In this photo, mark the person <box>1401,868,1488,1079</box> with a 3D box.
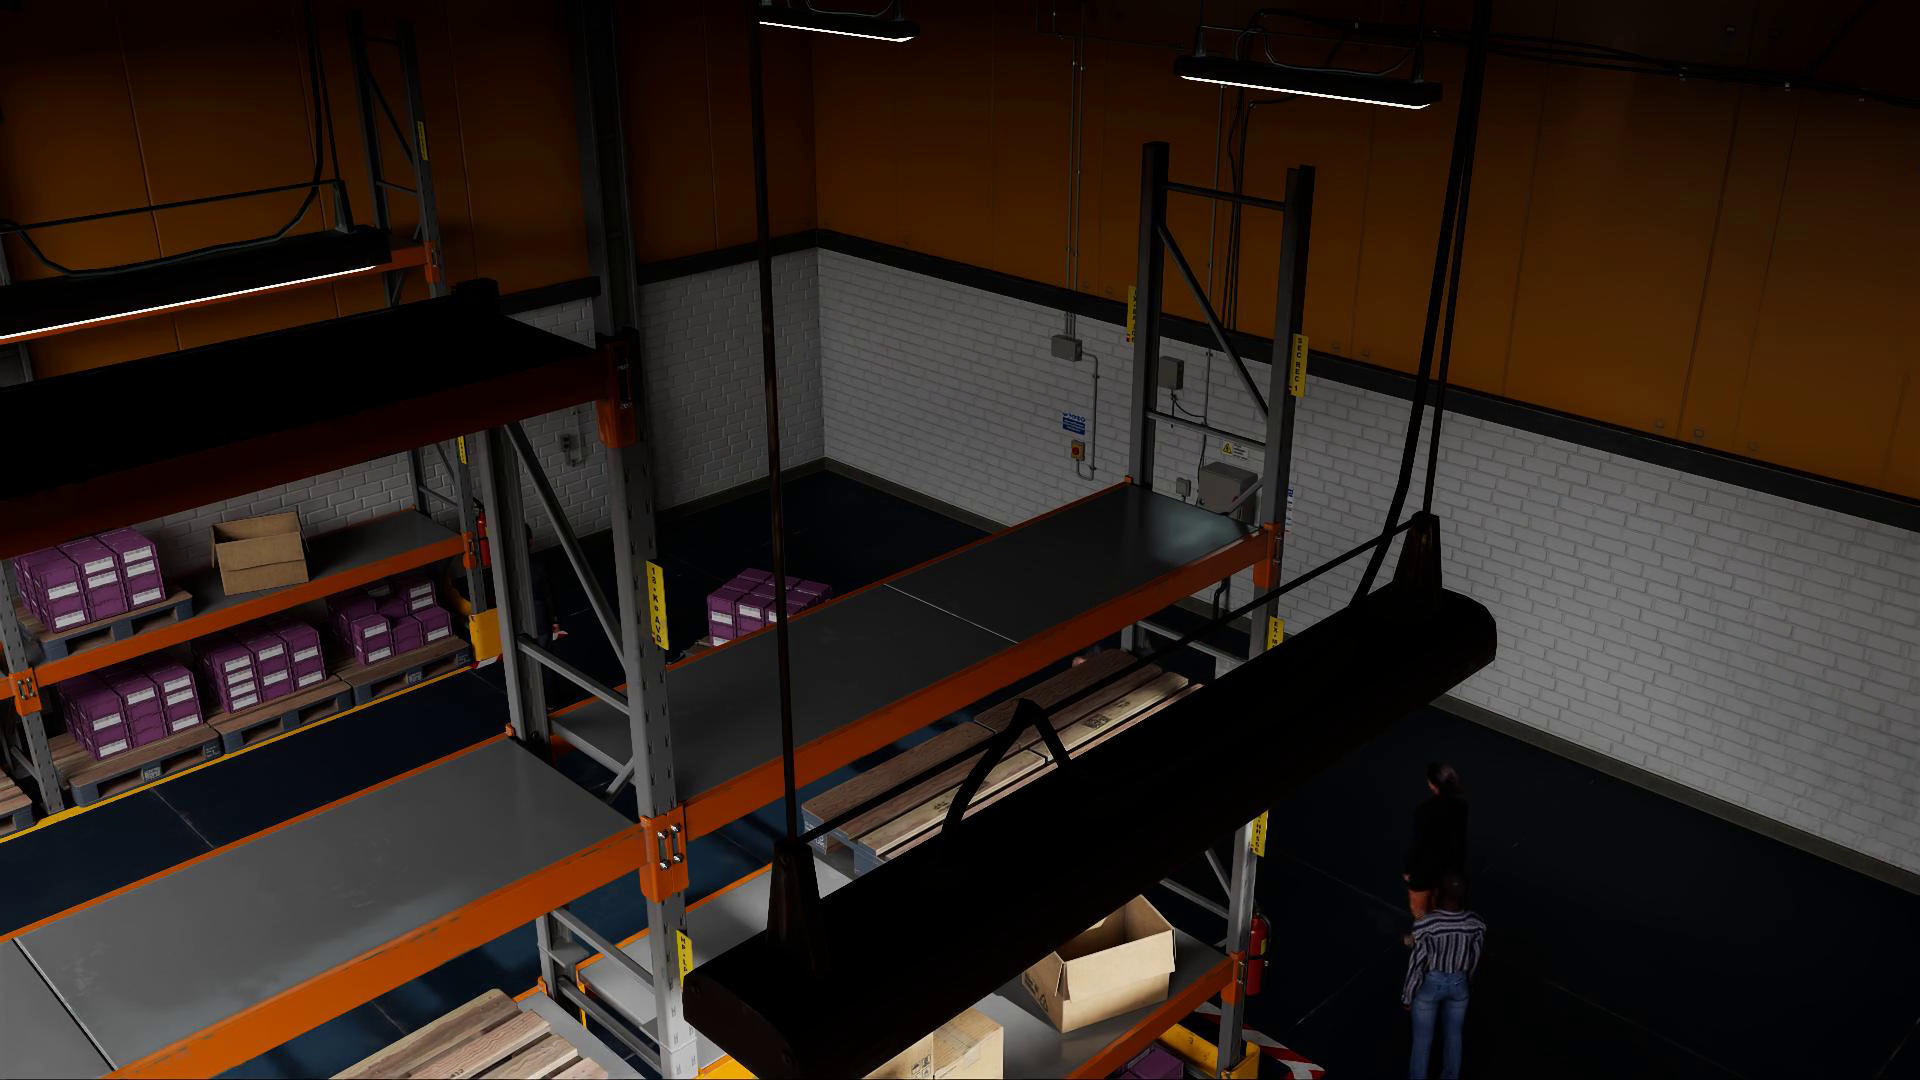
[{"bbox_3d":[2.979,2.801,10.296,0.659,1.796,0.758,-4,24,-9],"label":"person"}]

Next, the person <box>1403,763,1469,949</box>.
[{"bbox_3d":[3.322,2.336,11.580,0.948,1.619,0.893,-8,25,-17],"label":"person"}]
